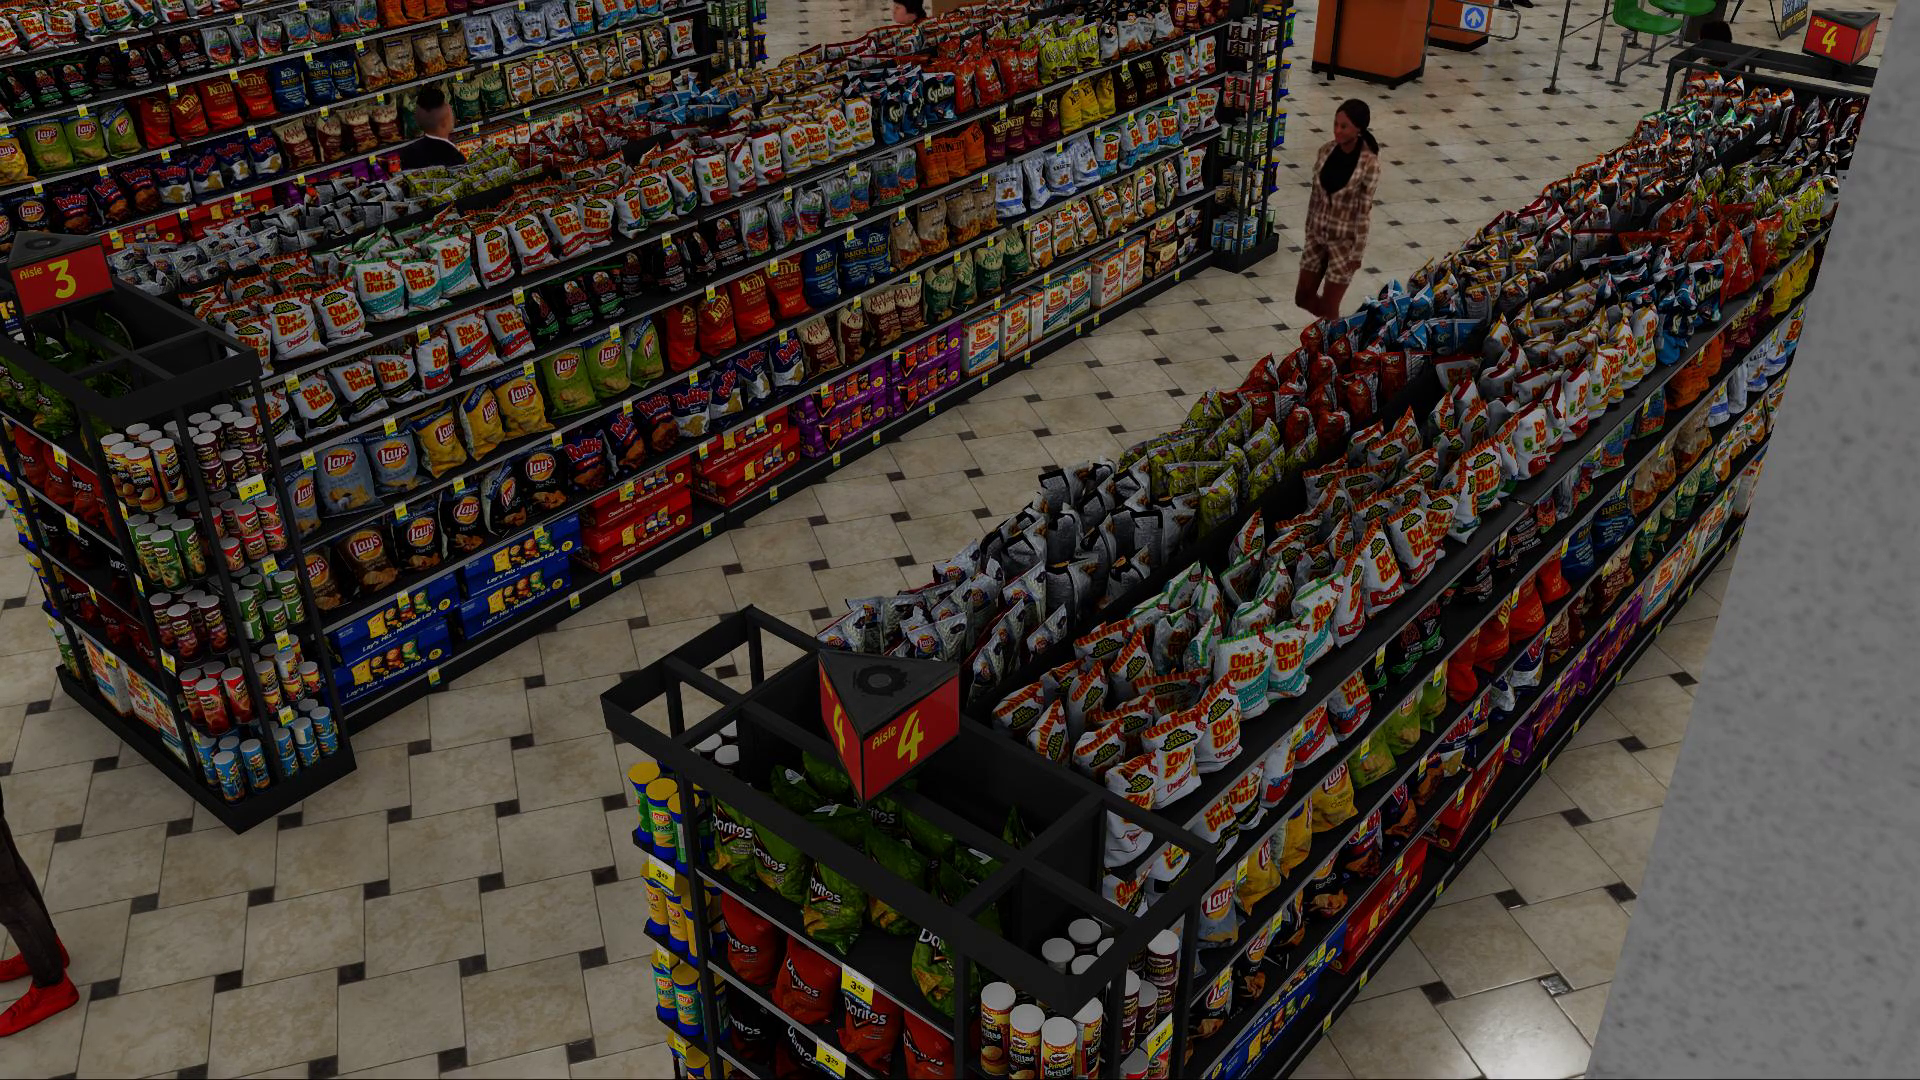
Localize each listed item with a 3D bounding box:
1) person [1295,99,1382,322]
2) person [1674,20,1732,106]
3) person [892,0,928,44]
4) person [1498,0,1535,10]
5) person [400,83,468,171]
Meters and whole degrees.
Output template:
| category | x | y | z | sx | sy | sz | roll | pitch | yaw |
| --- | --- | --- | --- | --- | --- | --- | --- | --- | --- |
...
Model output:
| category | x | y | z | sx | sy | sz | roll | pitch | yaw |
| --- | --- | --- | --- | --- | --- | --- | --- | --- | --- |
| person | 2.266 | -1.749 | 9.867 | 0.760 | 1.782 | 0.633 | -26 | 40 | -35 |
| person | 5.012 | -2.589 | 11.283 | 1.163 | 1.712 | 0.974 | -13 | 34 | -20 |
| person | -0.267 | -3.257 | 12.437 | 1.199 | 1.627 | 1.027 | -12 | 34 | -19 |
| person | 6.037 | -6.580 | 17.596 | 0.667 | 1.819 | 0.802 | -11 | 34 | -17 |
| person | -2.981 | -1.634 | 9.533 | 0.761 | 1.939 | 0.726 | 16 | 35 | 24 |
